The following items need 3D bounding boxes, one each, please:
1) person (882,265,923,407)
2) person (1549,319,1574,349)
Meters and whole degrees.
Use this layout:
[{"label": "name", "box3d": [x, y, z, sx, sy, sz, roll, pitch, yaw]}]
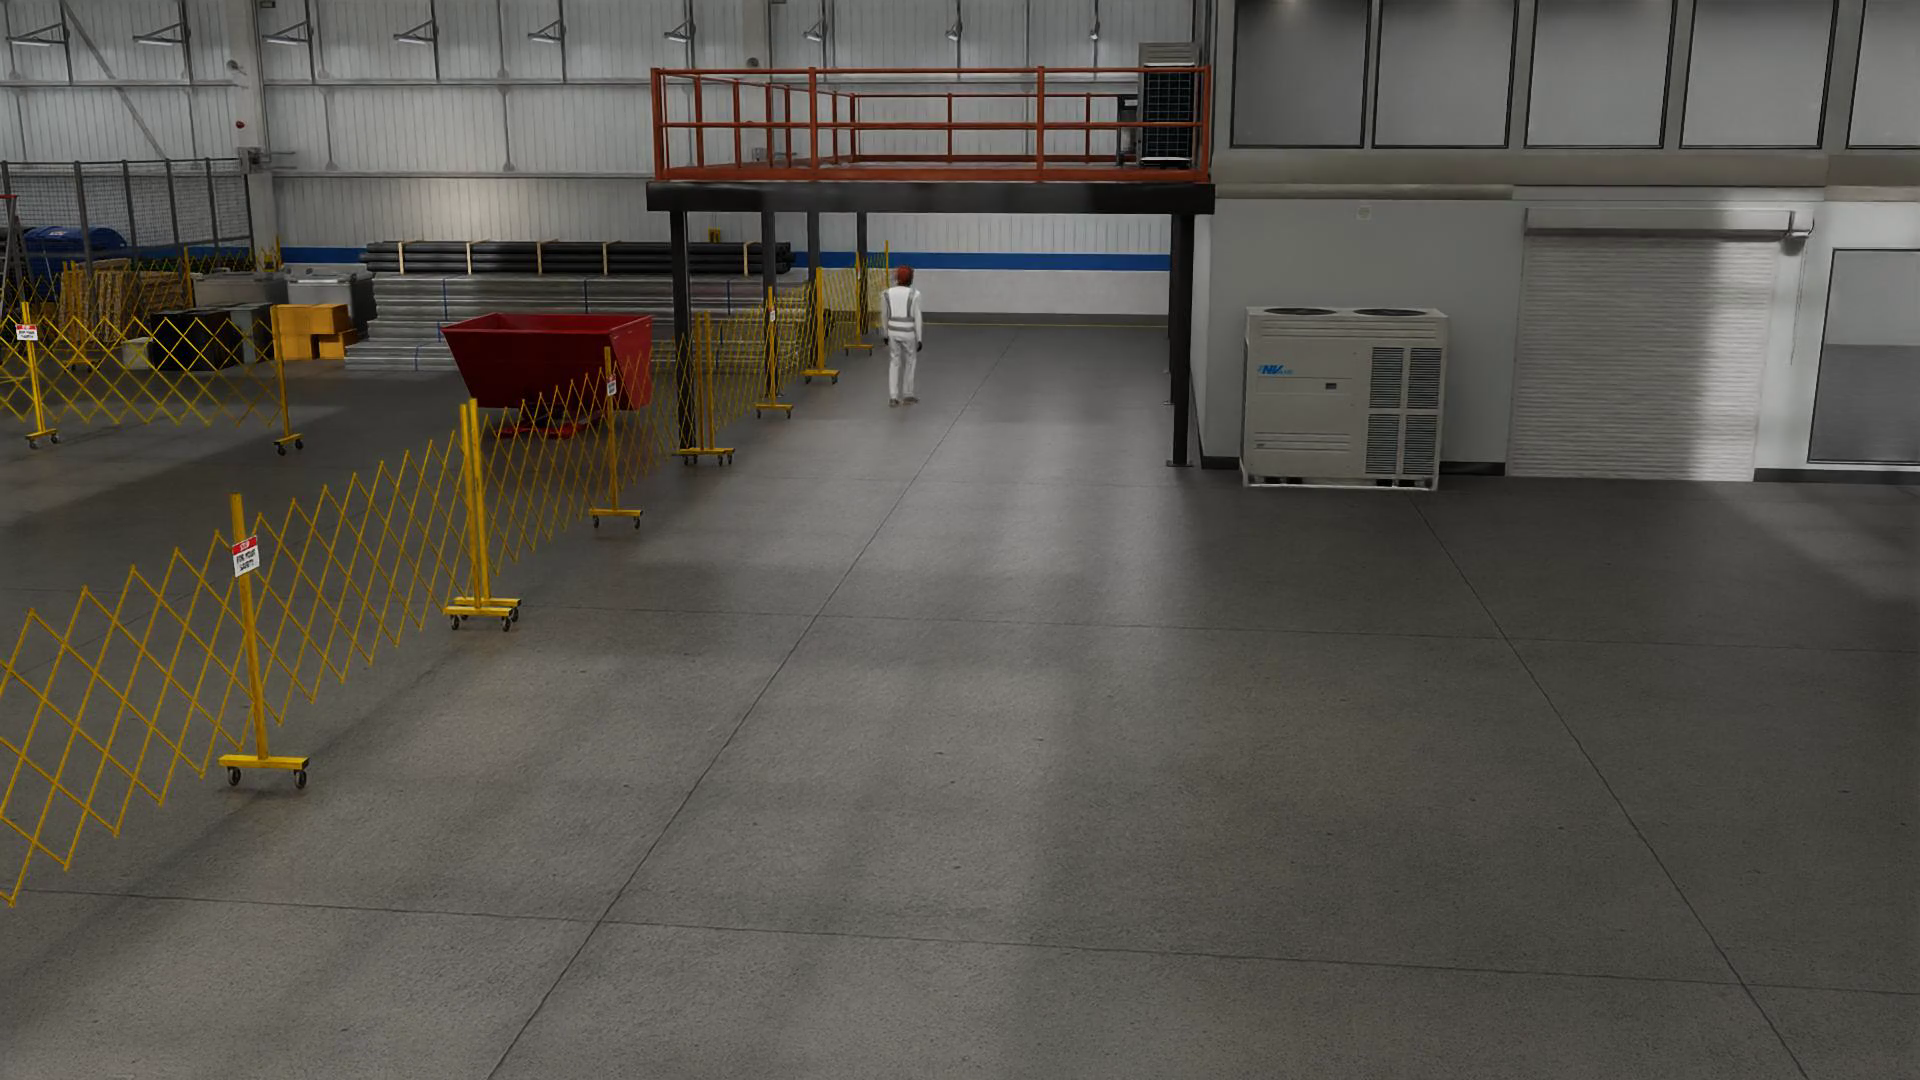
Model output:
[{"label": "person", "box3d": [-0.767, -2.678, 21.859, 0.636, 1.864, 0.643, 5, 15, 21]}, {"label": "person", "box3d": [8.551, -3.096, 23.584, 0.788, 1.838, 0.540, 12, 18, 40]}]
